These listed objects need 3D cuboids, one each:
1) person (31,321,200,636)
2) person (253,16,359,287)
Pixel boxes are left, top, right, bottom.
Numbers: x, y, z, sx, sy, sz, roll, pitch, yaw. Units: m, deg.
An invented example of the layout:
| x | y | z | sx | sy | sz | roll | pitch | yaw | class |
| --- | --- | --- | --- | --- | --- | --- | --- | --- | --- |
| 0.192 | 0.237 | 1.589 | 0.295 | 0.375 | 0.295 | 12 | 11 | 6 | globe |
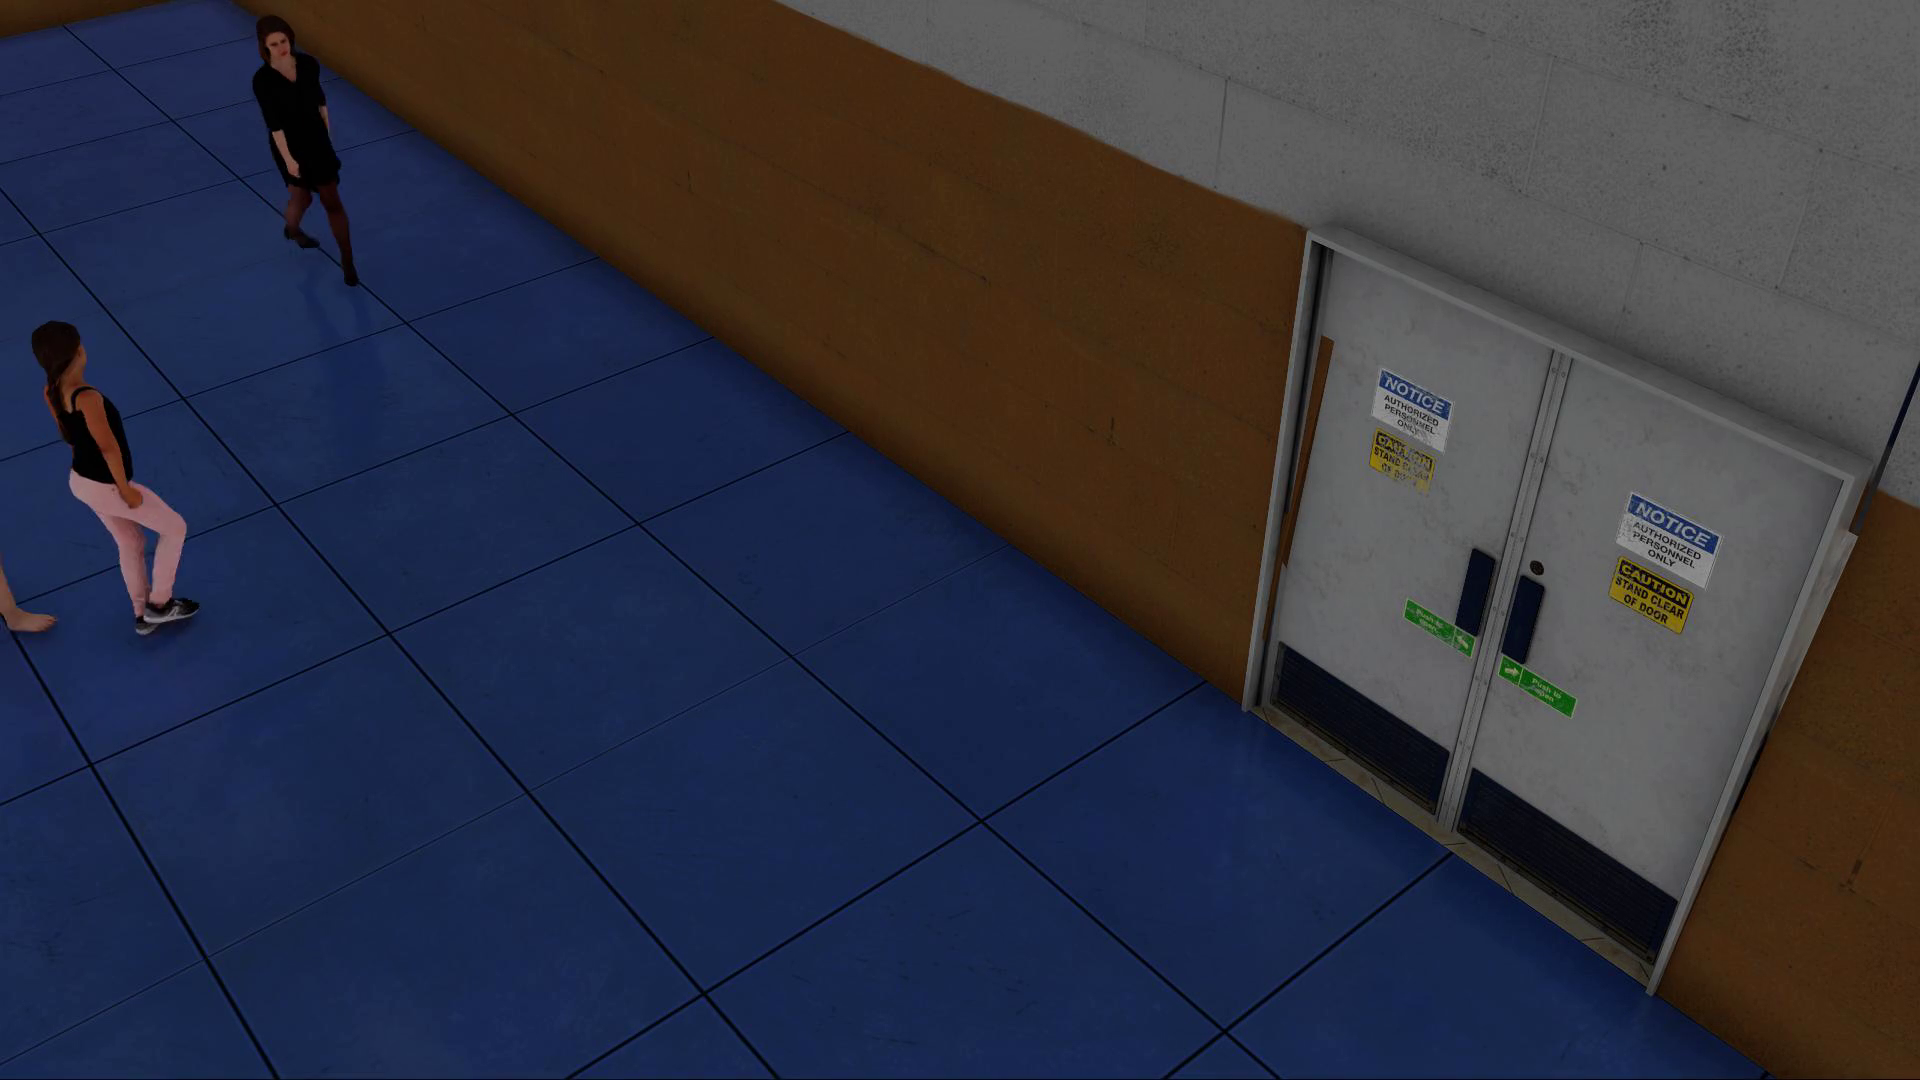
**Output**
| x | y | z | sx | sy | sz | roll | pitch | yaw | class |
| --- | --- | --- | --- | --- | --- | --- | --- | --- | --- |
| -3.770 | -0.203 | 7.259 | 0.621 | 1.543 | 0.652 | 23 | 42 | 27 | person |
| -3.996 | -2.360 | 10.023 | 0.671 | 1.657 | 0.872 | 27 | 44 | 31 | person |
